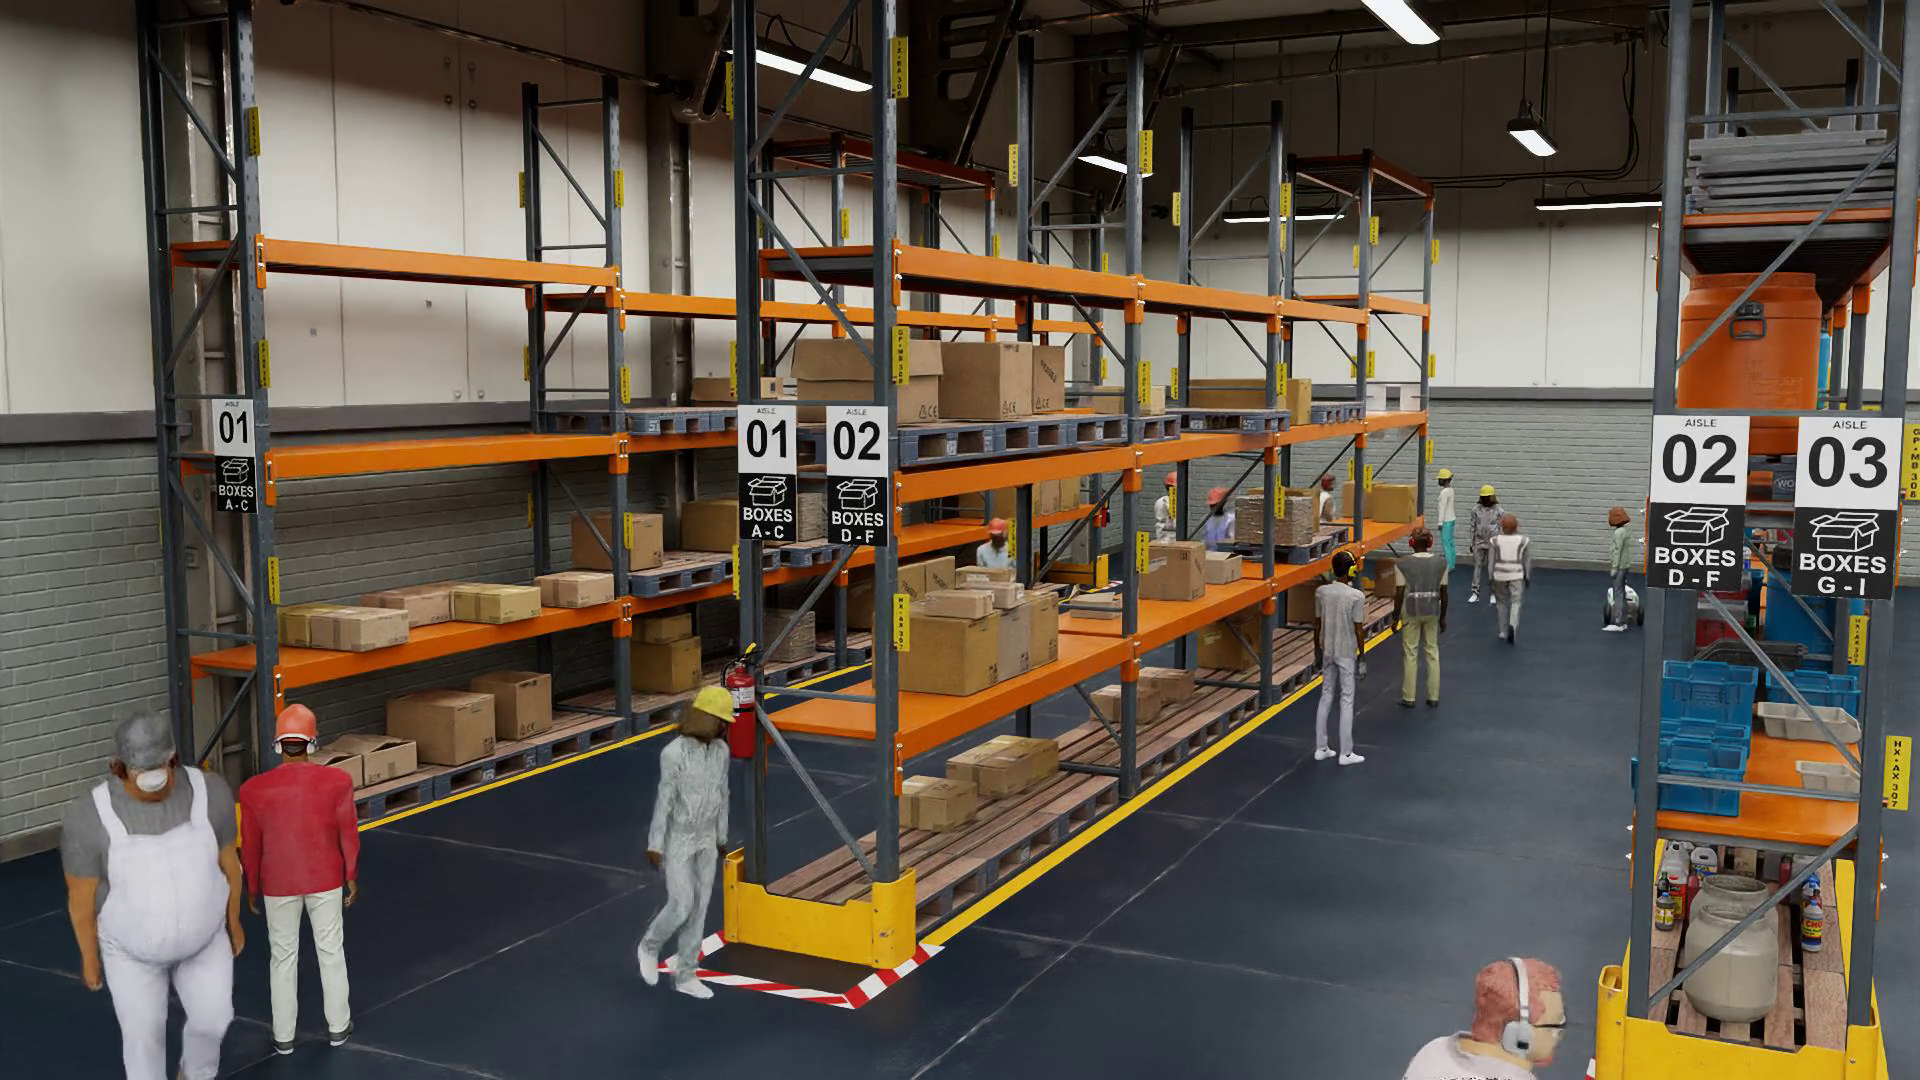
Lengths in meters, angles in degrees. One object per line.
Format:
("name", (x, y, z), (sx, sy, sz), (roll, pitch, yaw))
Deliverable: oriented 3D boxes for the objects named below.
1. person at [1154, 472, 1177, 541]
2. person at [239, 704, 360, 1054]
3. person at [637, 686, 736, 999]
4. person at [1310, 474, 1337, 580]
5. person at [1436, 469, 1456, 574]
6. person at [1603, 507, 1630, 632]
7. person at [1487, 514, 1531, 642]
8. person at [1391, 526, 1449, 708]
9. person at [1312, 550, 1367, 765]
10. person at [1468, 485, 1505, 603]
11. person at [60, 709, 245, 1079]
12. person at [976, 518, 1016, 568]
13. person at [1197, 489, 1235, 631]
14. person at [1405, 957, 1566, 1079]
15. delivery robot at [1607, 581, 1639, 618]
("person", (2.914, 0.077, 22.770), (0.404, 2.035, 0.609), (5, 8, 41))
("person", (-3.315, 1.695, 8.382), (0.559, 1.751, 0.326), (-2, 6, -23))
("person", (-1.478, 1.642, 9.088), (0.478, 1.703, 0.560), (5, 7, 38))
("person", (5.670, -0.134, 25.934), (0.538, 1.808, 0.630), (-1, 6, -7))
("person", (8.137, -0.313, 27.924), (0.345, 1.759, 0.519), (3, 7, 29))
("person", (8.617, 0.385, 21.772), (0.287, 1.624, 0.506), (3, 7, 29))
("person", (6.875, 0.479, 20.843), (0.522, 1.618, 0.683), (2, 6, 21))
("person", (4.654, 0.783, 16.811), (0.572, 1.843, 0.373), (-1, 6, -8))
("person", (3.304, 1.019, 14.475), (0.318, 1.861, 0.517), (-6, 8, -44))
("person", (7.700, 0.061, 24.322), (0.492, 1.742, 0.324), (3, 7, 28))
("person", (-3.457, 1.677, 7.183), (0.709, 2.000, 0.543), (-4, 7, -36))
("person", (0.439, 0.613, 19.052), (0.582, 1.711, 0.841), (1, 6, 12))
("person", (3.359, 0.270, 21.675), (0.548, 1.872, 1.038), (3, 6, 24))
("person", (1.432, 2.033, 4.458), (0.396, 1.896, 0.716), (-1, 6, -12))
("delivery robot", (8.955, 0.794, 22.461), (0.477, 0.478, 0.707), (2, 6, 16))
